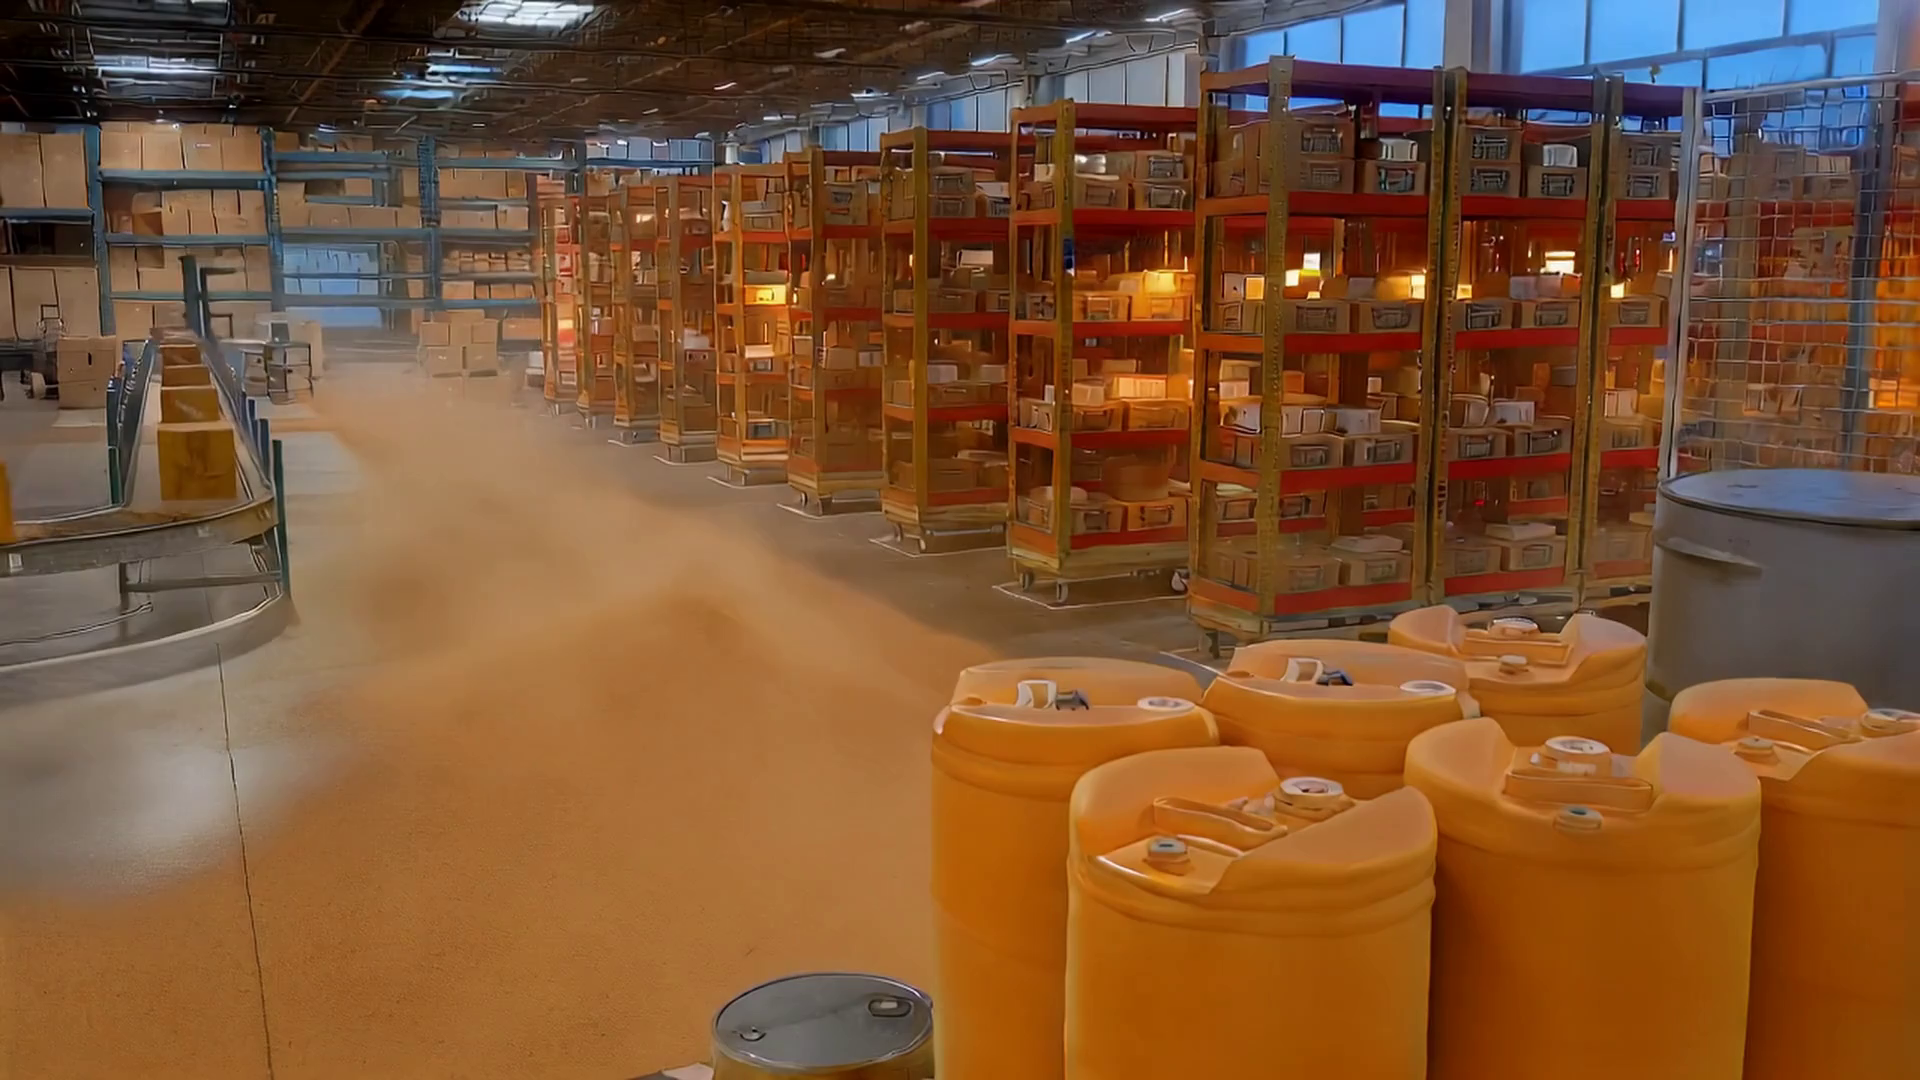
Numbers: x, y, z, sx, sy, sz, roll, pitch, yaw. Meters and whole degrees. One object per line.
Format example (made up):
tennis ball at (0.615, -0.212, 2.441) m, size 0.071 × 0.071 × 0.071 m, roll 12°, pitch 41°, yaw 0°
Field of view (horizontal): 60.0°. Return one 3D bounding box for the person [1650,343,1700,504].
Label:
person at (7.218, -1.218, 16.833) m, size 0.569 × 1.849 × 0.385 m, roll -4°, pitch 10°, yaw -23°

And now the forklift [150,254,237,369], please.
forklift at (-18.697, -5.539, 40.452) m, size 1.873 × 2.768 × 1.129 m, roll -4°, pitch 10°, yaw -25°

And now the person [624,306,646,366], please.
person at (-7.470, -4.773, 38.545) m, size 0.622 × 1.962 × 0.476 m, roll -7°, pitch 11°, yaw -35°

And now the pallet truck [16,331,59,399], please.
pallet truck at (-17.082, -3.353, 31.781) m, size 1.630 × 1.274 × 0.653 m, roll -4°, pitch 10°, yaw -25°

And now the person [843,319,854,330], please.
person at (-2.413, -4.215, 35.191) m, size 0.651 × 1.919 × 0.820 m, roll 4°, pitch 10°, yaw 25°

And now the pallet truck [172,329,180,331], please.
pallet truck at (-17.275, -3.851, 35.096) m, size 1.601 × 1.201 × 0.680 m, roll 0°, pitch 9°, yaw 1°
